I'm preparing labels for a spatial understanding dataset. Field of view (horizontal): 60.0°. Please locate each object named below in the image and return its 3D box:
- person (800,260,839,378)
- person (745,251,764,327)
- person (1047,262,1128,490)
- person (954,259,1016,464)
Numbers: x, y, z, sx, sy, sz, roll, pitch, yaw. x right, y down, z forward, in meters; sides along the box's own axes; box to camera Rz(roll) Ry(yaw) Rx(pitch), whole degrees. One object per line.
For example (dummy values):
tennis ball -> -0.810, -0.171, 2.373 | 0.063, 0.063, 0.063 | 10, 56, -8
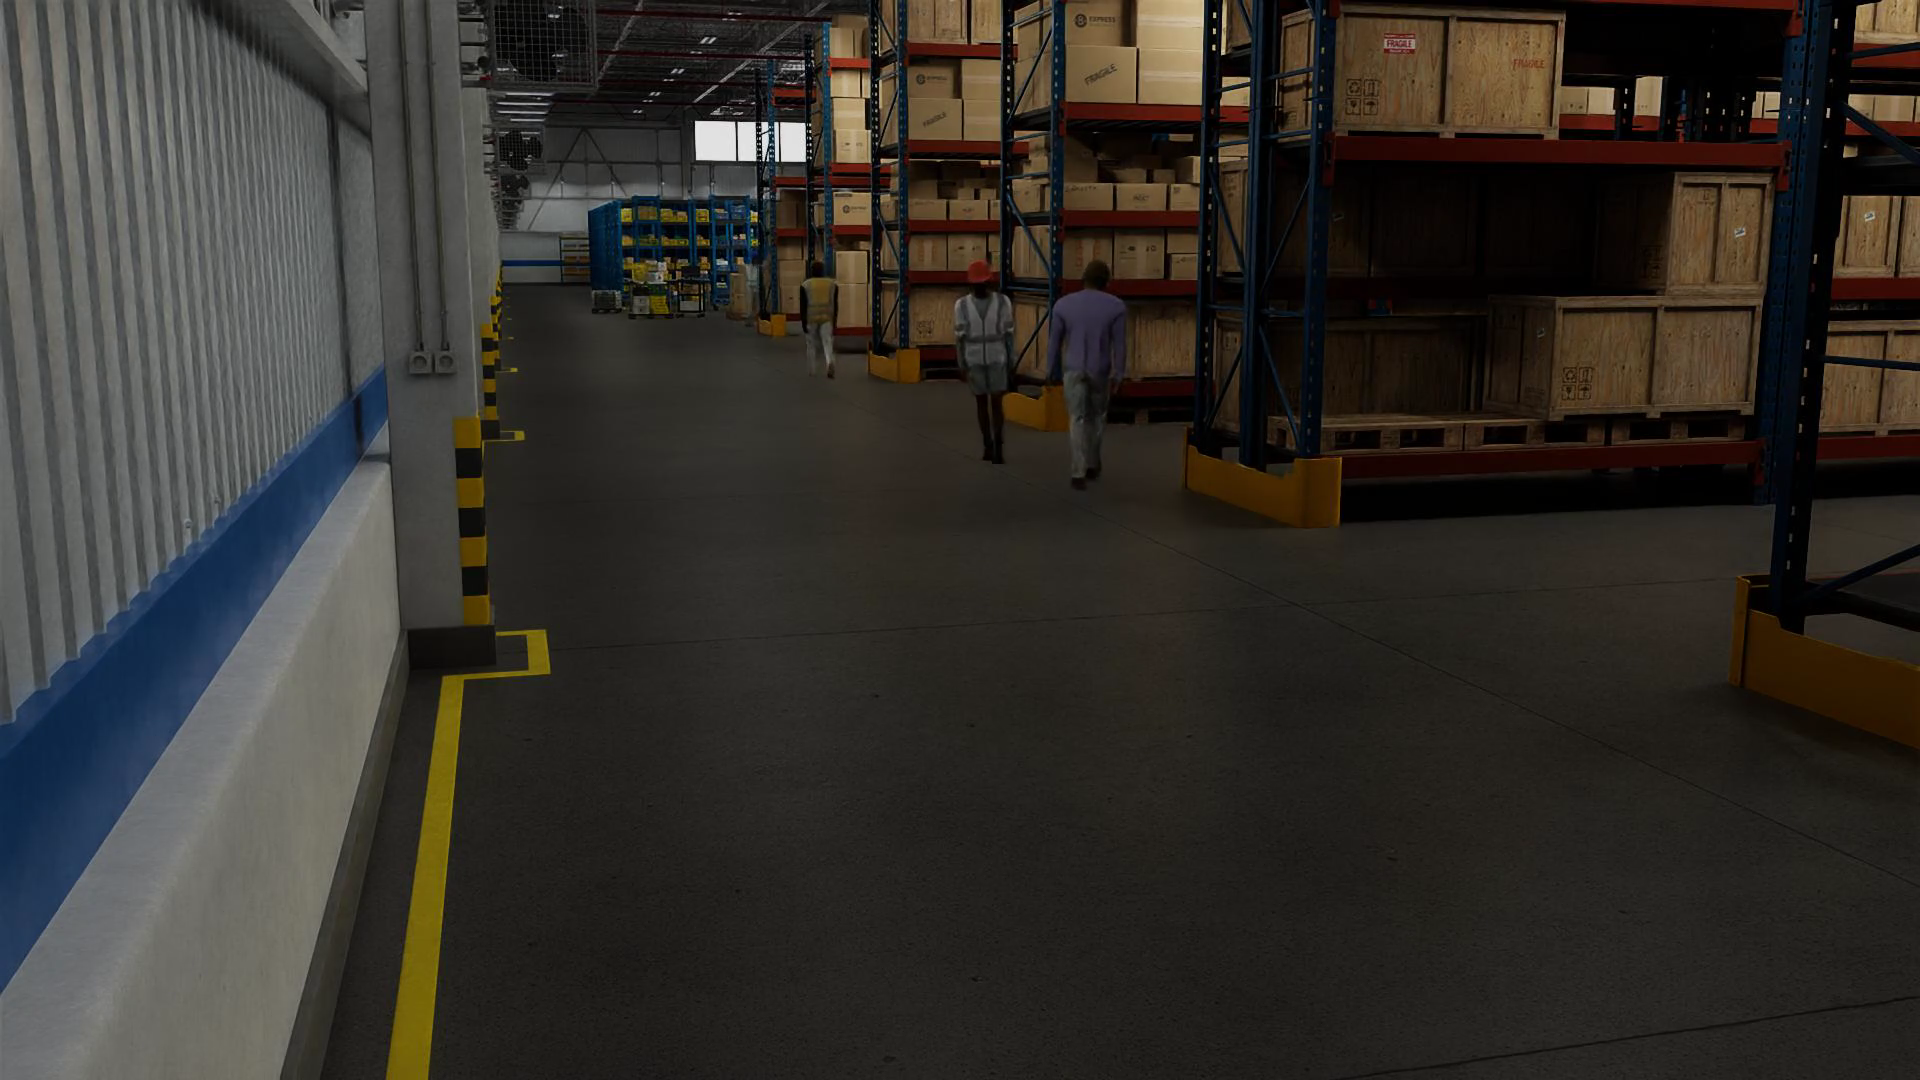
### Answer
person -> -2.148, -3.378, 25.520 | 0.623, 1.815, 0.793 | -3, 10, -16
person -> -5.140, -6.361, 42.146 | 0.616, 1.916, 0.939 | 4, 11, 23
person -> 1.078, -1.401, 14.110 | 0.661, 1.878, 0.978 | 0, 10, 1
person -> 0.222, -1.652, 15.489 | 0.570, 1.897, 0.825 | 1, 10, 6
